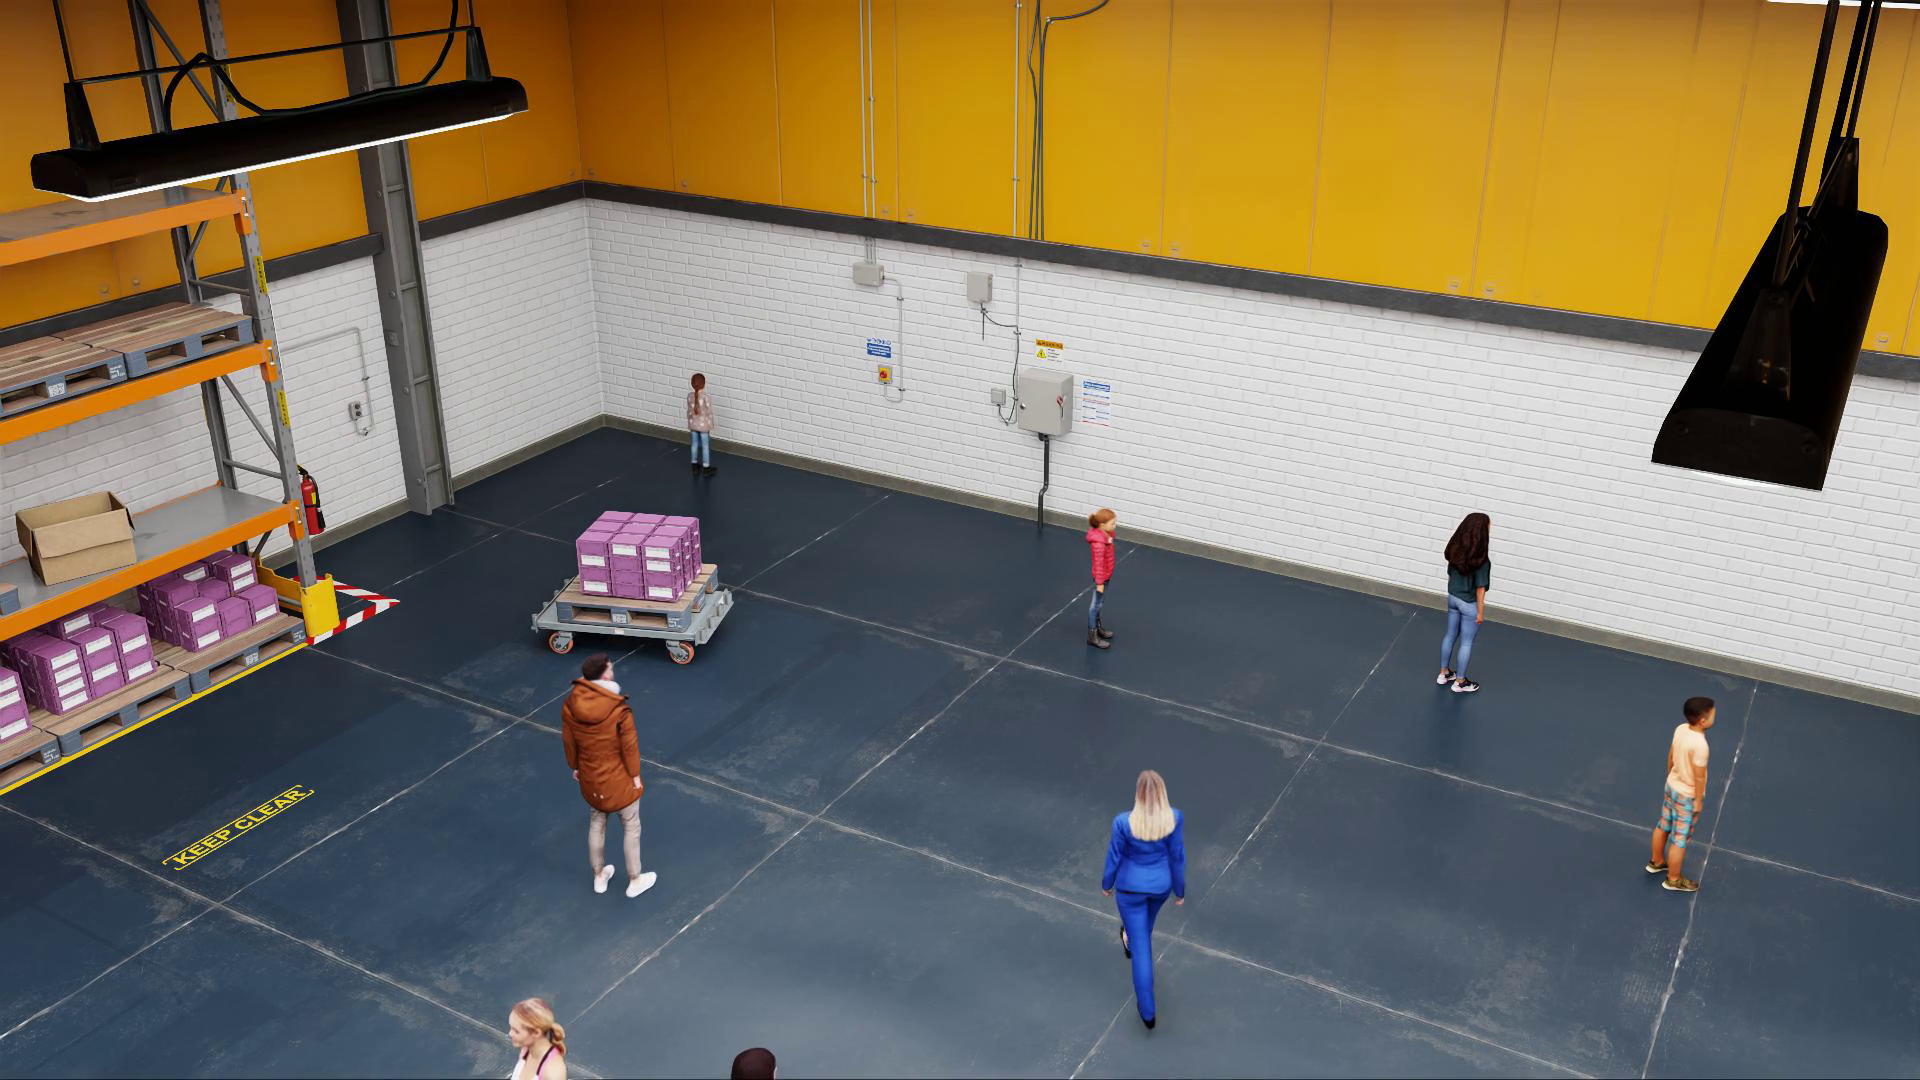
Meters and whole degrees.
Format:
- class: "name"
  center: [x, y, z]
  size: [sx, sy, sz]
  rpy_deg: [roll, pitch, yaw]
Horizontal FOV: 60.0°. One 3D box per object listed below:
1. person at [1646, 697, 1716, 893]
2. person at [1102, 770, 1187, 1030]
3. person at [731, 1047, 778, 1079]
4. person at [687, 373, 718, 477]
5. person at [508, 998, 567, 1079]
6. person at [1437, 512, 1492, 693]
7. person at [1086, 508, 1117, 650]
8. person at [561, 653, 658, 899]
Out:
- class: "person"
  center: [5.066, 1.752, 11.648]
  size: [0.668, 1.461, 0.588]
  rpy_deg: [-3, 24, -7]
- class: "person"
  center: [1.161, 2.241, 10.291]
  size: [1.104, 1.652, 1.219]
  rpy_deg: [-4, 24, -9]
- class: "person"
  center: [-1.001, 3.172, 8.181]
  size: [0.671, 1.636, 0.693]
  rpy_deg: [-18, 29, -35]
- class: "person"
  center: [-2.980, -1.326, 19.028]
  size: [0.499, 1.191, 0.481]
  rpy_deg: [10, 26, 22]
- class: "person"
  center: [-1.955, 3.024, 8.354]
  size: [1.031, 1.768, 0.851]
  rpy_deg: [-15, 28, -31]
- class: "person"
  center: [4.337, 0.519, 14.276]
  size: [0.748, 1.615, 0.710]
  rpy_deg: [-11, 26, -24]
- class: "person"
  center: [1.270, 0.325, 15.094]
  size: [0.621, 1.315, 0.505]
  rpy_deg: [6, 24, 14]
- class: "person"
  center: [-2.428, 1.624, 11.473]
  size: [0.772, 1.836, 0.766]
  rpy_deg: [7, 25, 16]
